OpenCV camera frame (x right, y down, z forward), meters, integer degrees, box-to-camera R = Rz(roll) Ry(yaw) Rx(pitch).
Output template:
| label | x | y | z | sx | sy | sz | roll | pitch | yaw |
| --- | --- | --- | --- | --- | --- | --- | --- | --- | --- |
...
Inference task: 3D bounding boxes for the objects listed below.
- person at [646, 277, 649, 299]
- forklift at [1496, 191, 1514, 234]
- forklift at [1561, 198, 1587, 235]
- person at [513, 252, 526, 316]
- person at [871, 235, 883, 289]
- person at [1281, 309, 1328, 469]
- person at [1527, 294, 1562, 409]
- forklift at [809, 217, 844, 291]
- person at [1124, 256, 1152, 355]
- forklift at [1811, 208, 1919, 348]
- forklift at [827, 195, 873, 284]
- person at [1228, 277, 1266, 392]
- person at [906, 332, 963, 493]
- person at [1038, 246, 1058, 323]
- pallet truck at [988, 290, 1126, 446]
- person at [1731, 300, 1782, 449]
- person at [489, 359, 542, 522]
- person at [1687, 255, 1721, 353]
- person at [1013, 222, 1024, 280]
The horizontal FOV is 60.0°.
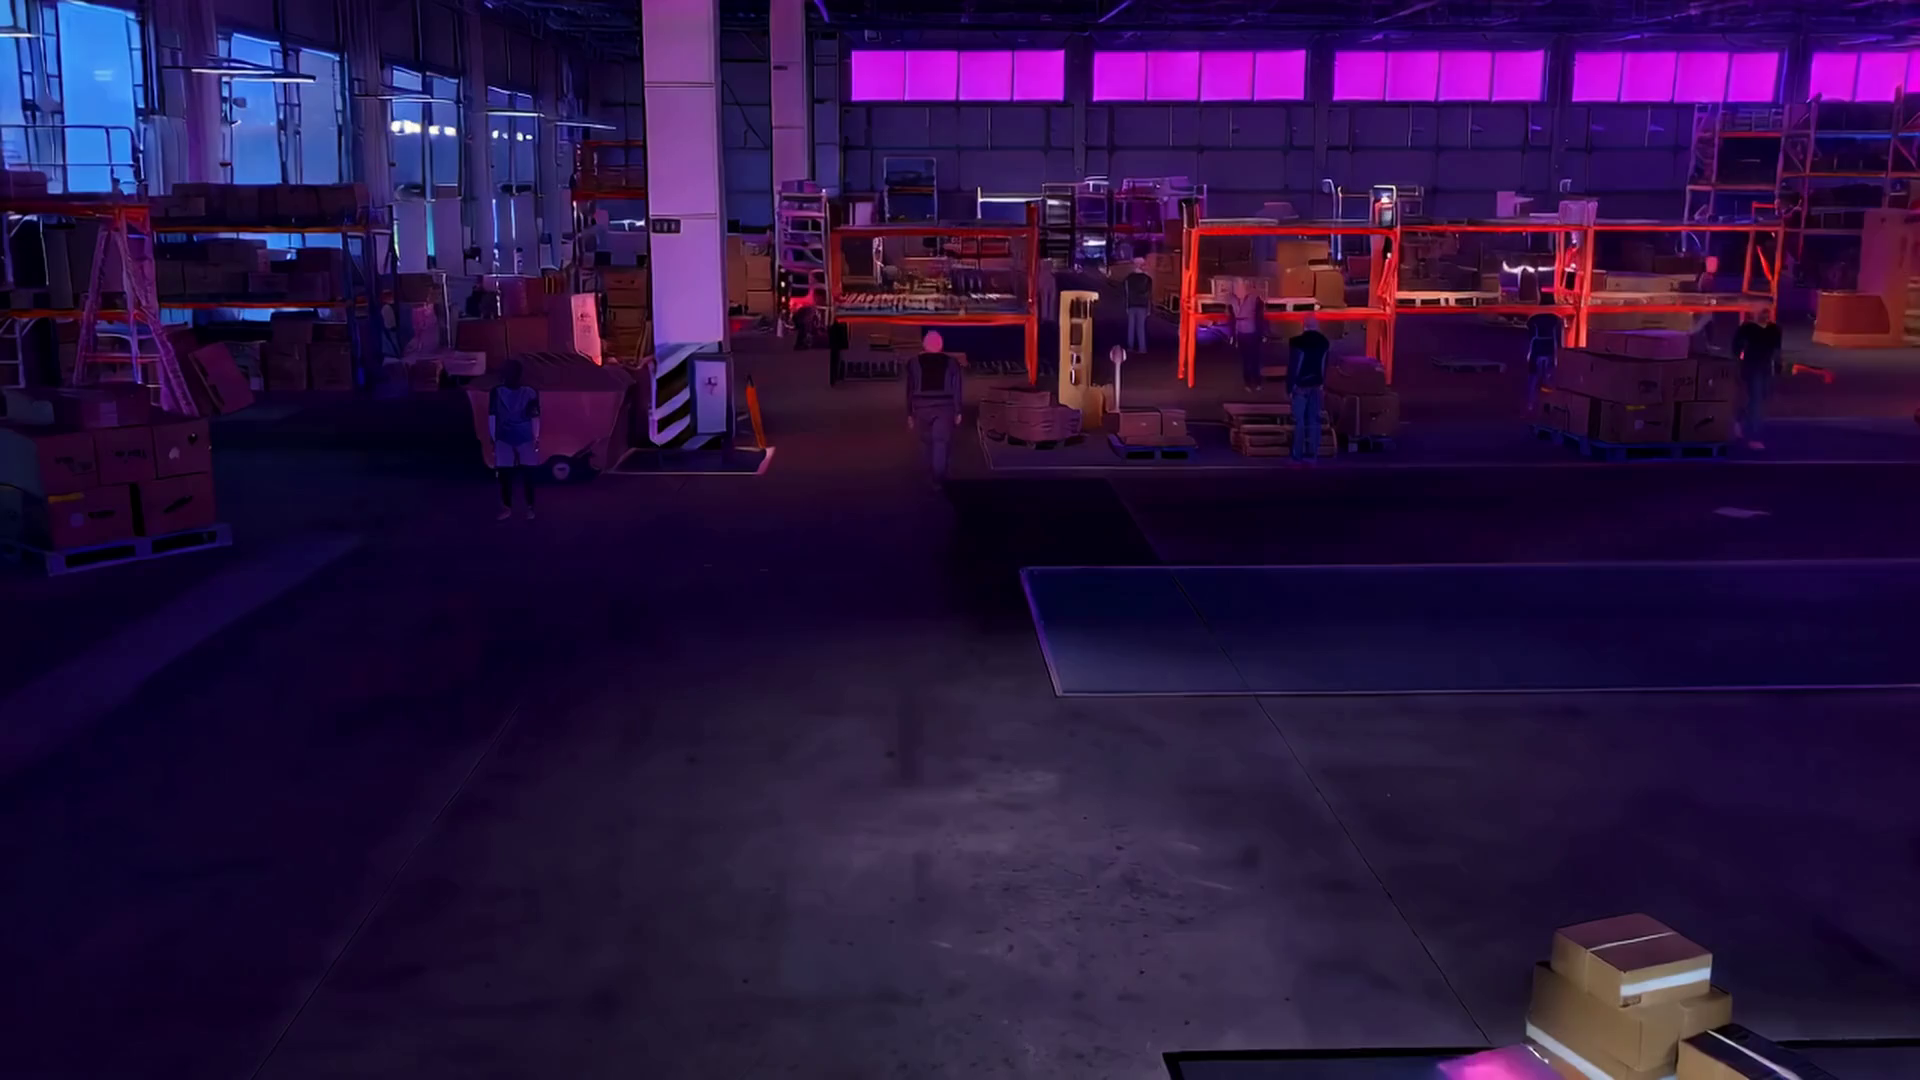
| label | x | y | z | sx | sy | sz | roll | pitch | yaw |
| --- | --- | --- | --- | --- | --- | --- | --- | --- | --- |
| person | -6.575 | -5.385 | 36.254 | 0.575 | 1.900 | 0.902 | -7 | 14 | -29 |
| forklift | 20.544 | -11.778 | 62.898 | 1.873 | 2.768 | 1.129 | 0 | 12 | -2 |
| forklift | 17.204 | -8.212 | 46.797 | 1.873 | 2.768 | 1.129 | 0 | 12 | -2 |
| person | -10.766 | -6.235 | 40.718 | 0.315 | 1.632 | 0.524 | -6 | 14 | -24 |
| person | -2.543 | -8.666 | 51.135 | 0.341 | 1.881 | 0.581 | -6 | 14 | -24 |
| person | 4.173 | -1.831 | 20.160 | 0.621 | 1.932 | 0.375 | -9 | 15 | -36 |
| person | 8.809 | -2.837 | 25.116 | 0.485 | 1.745 | 0.296 | 5 | 13 | 21 |
| forklift | -4.375 | -8.619 | 48.637 | 1.873 | 2.768 | 1.129 | 0 | 12 | -2 |
| person | 3.520 | -4.606 | 32.689 | 0.592 | 1.925 | 0.385 | 9 | 15 | 35 |
| forklift | 18.687 | -5.365 | 33.945 | 1.873 | 2.768 | 1.129 | 0 | 12 | -2 |
| forklift | -3.853 | -9.485 | 52.547 | 1.873 | 2.768 | 1.129 | -7 | 14 | -29 |
| person | 4.680 | -3.325 | 27.043 | 0.428 | 1.870 | 0.693 | -10 | 16 | -39 |
| person | -0.286 | -1.442 | 18.726 | 0.633 | 1.799 | 0.979 | 0 | 12 | 0 |
| person | 2.126 | -6.130 | 39.853 | 0.521 | 1.789 | 0.949 | 4 | 13 | 18 |
| pallet truck | 1.257 | -2.299 | 22.111 | 1.885 | 1.965 | 0.823 | -9 | 15 | -35 |
| person | 10.365 | -2.175 | 21.732 | 0.638 | 1.924 | 0.747 | -2 | 13 | -10 |
| person | -4.544 | -1.017 | 17.020 | 0.536 | 1.690 | 0.325 | 1 | 13 | 4 |
| person | 14.711 | -4.667 | 32.940 | 0.800 | 1.941 | 0.605 | 2 | 13 | 9 |
| person | 1.985 | -9.570 | 55.108 | 0.508 | 1.921 | 0.659 | -3 | 13 | -15 |
